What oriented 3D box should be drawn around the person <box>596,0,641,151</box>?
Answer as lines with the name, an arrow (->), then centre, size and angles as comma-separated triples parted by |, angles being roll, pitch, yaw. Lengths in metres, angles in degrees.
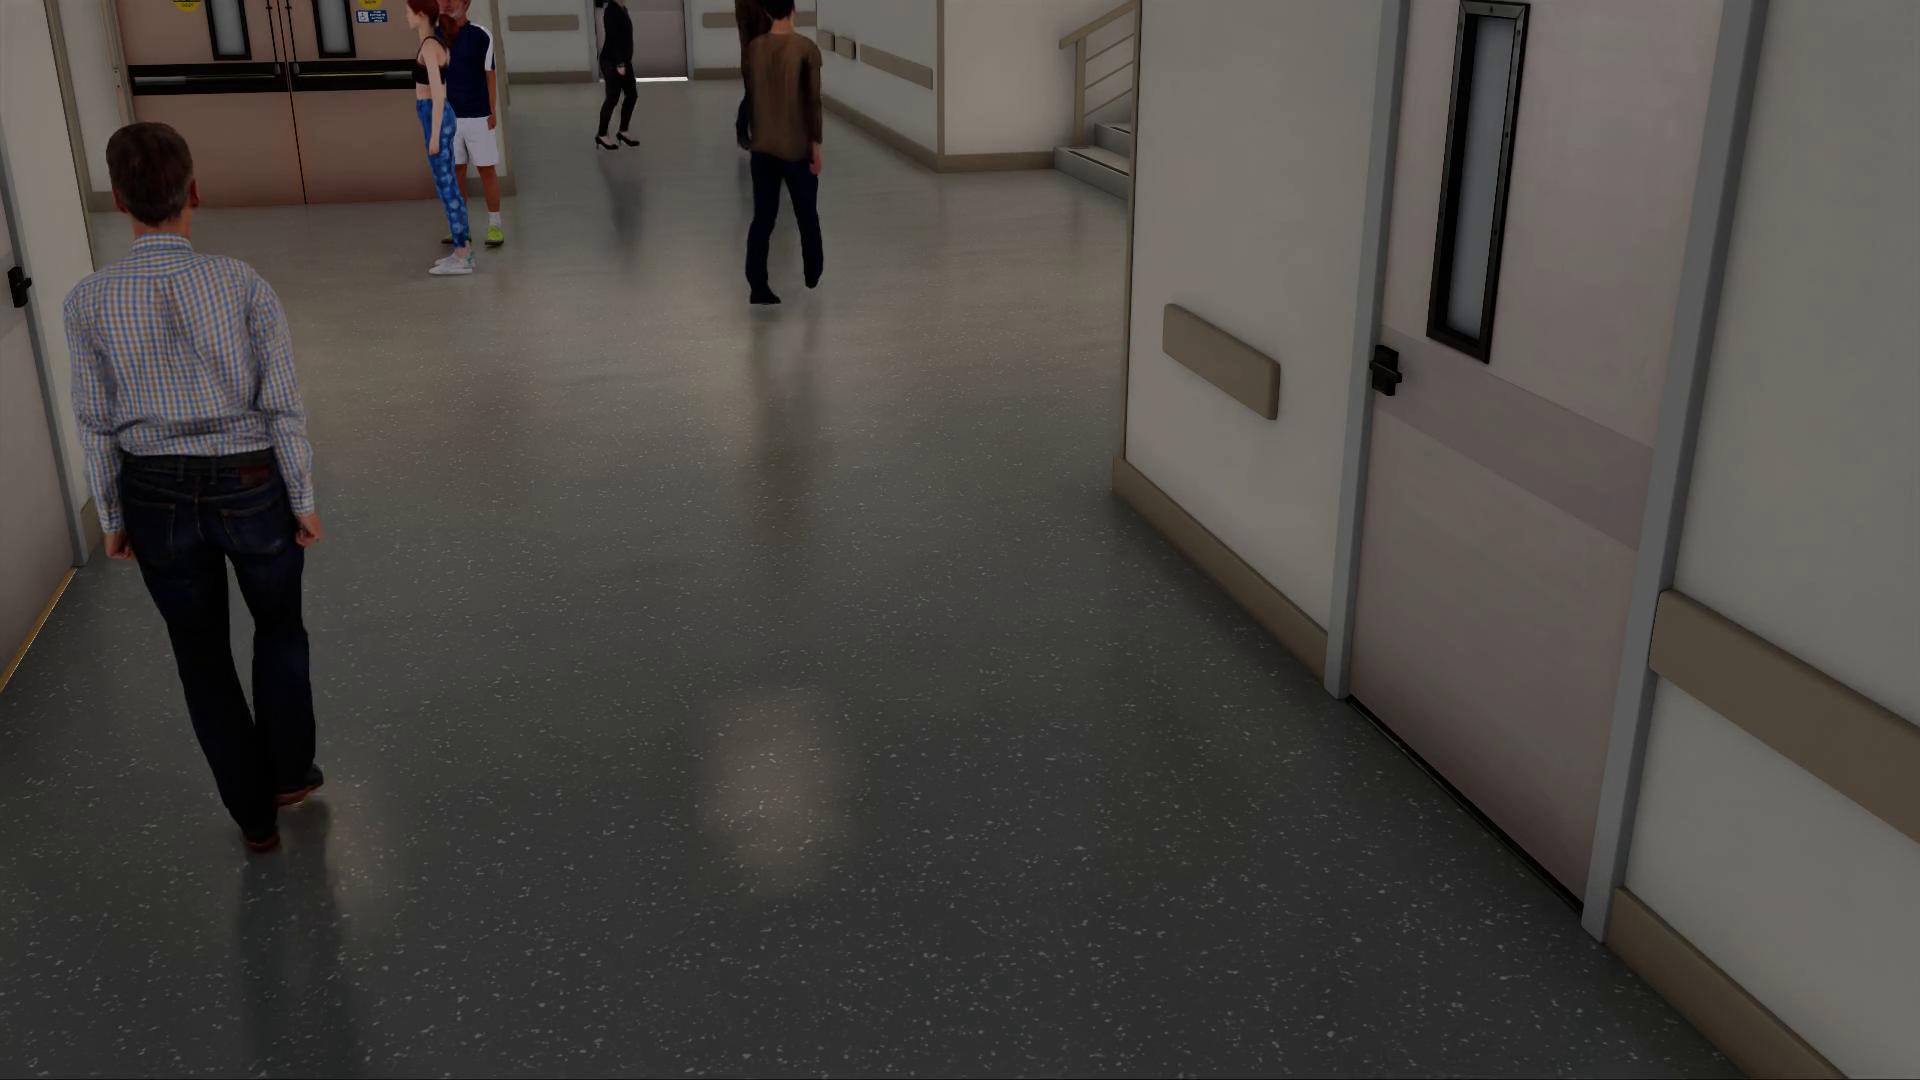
person -> -3.450, -4.664, 16.363 | 0.800, 1.648, 0.750 | -1, 21, -2

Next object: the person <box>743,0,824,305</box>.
person -> -1.078, -2.271, 9.792 | 1.229, 1.828, 1.105 | 7, 22, 17

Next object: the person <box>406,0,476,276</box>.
person -> -3.378, -2.627, 10.792 | 0.587, 1.785, 0.598 | -3, 21, -7

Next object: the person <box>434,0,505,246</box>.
person -> -3.494, -3.020, 11.754 | 0.622, 1.839, 0.767 | 2, 21, 5

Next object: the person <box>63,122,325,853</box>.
person -> -1.805, -0.067, 3.995 | 0.592, 1.813, 0.759 | -8, 22, -20

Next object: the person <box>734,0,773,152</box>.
person -> -1.957, -4.619, 16.028 | 1.219, 1.803, 1.056 | -14, 25, -32
